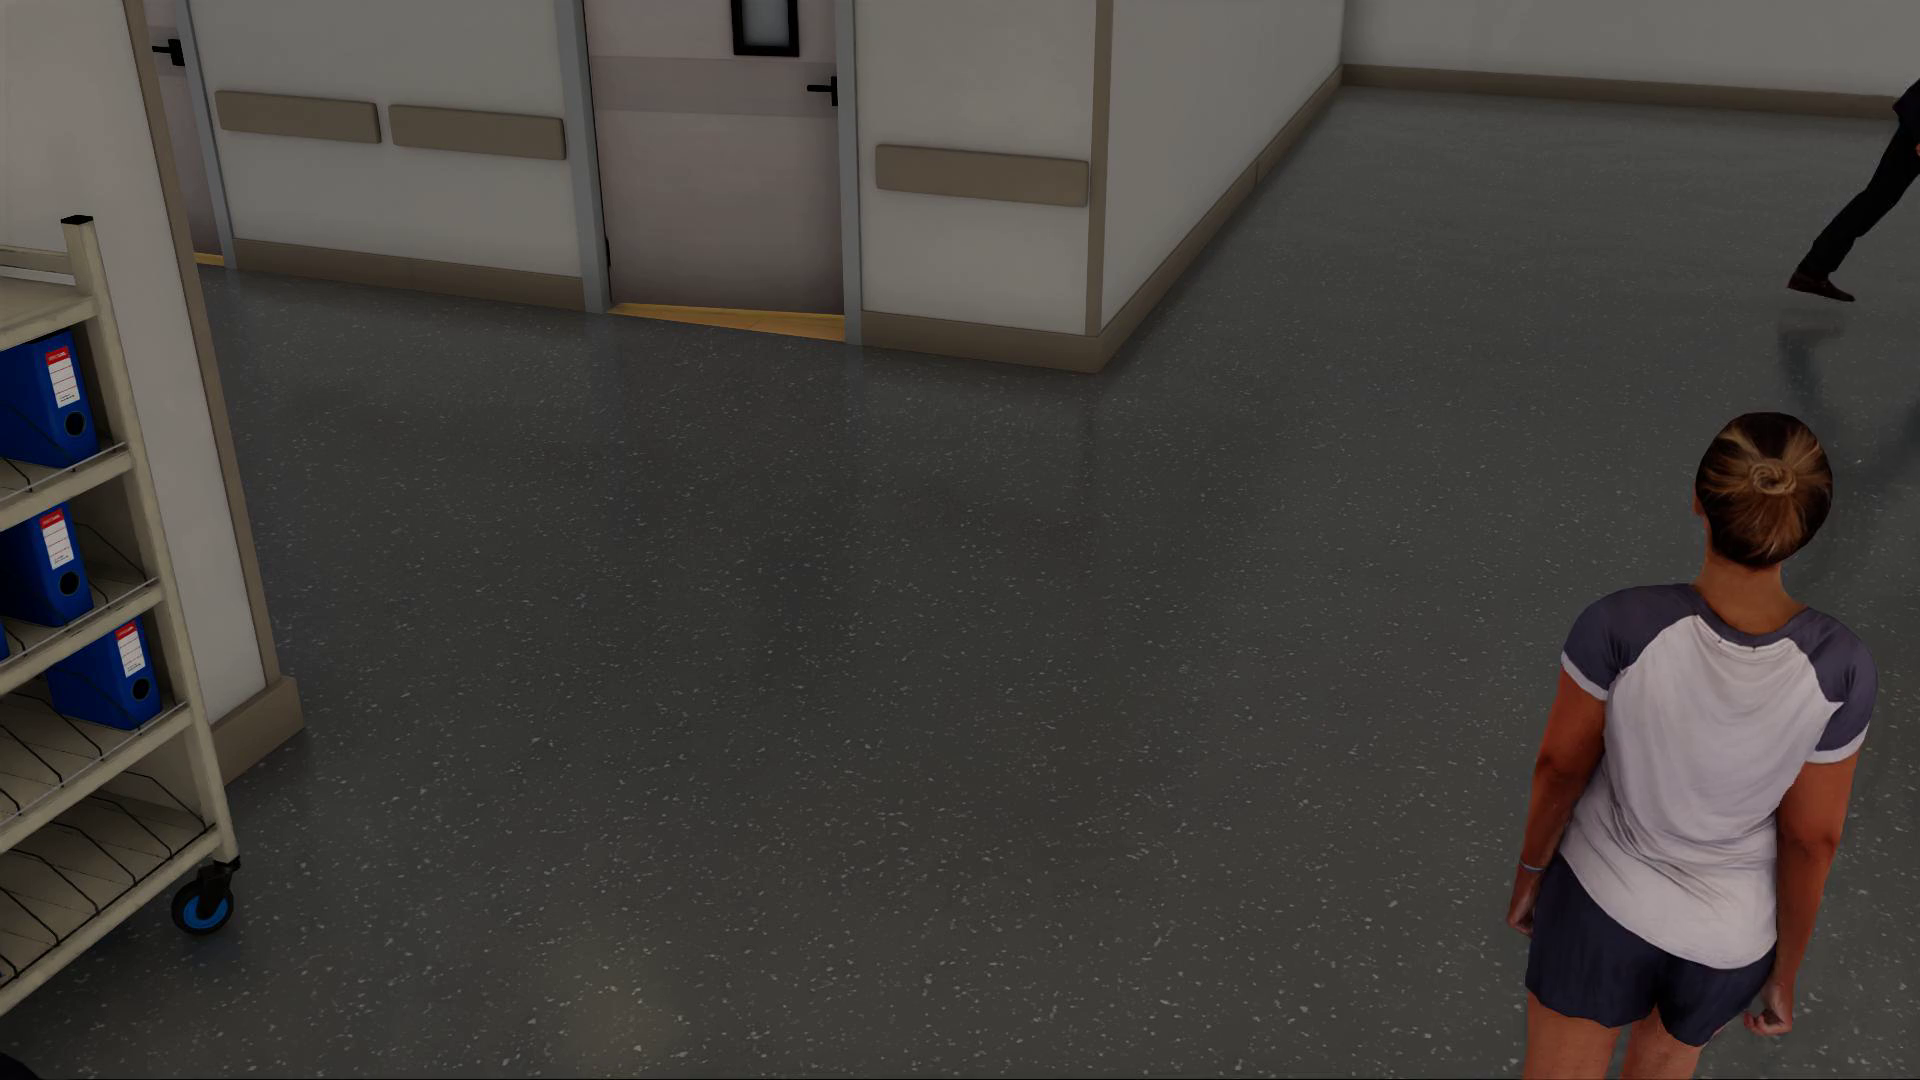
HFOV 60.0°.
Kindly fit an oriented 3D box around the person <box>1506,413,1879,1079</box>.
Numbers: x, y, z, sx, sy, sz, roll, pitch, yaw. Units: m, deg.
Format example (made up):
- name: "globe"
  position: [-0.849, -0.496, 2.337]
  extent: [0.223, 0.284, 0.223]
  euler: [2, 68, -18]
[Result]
- name: "person"
  position: [1.056, 0.617, 2.510]
  extent: [0.615, 1.596, 0.986]
  euler: [7, 27, 14]
